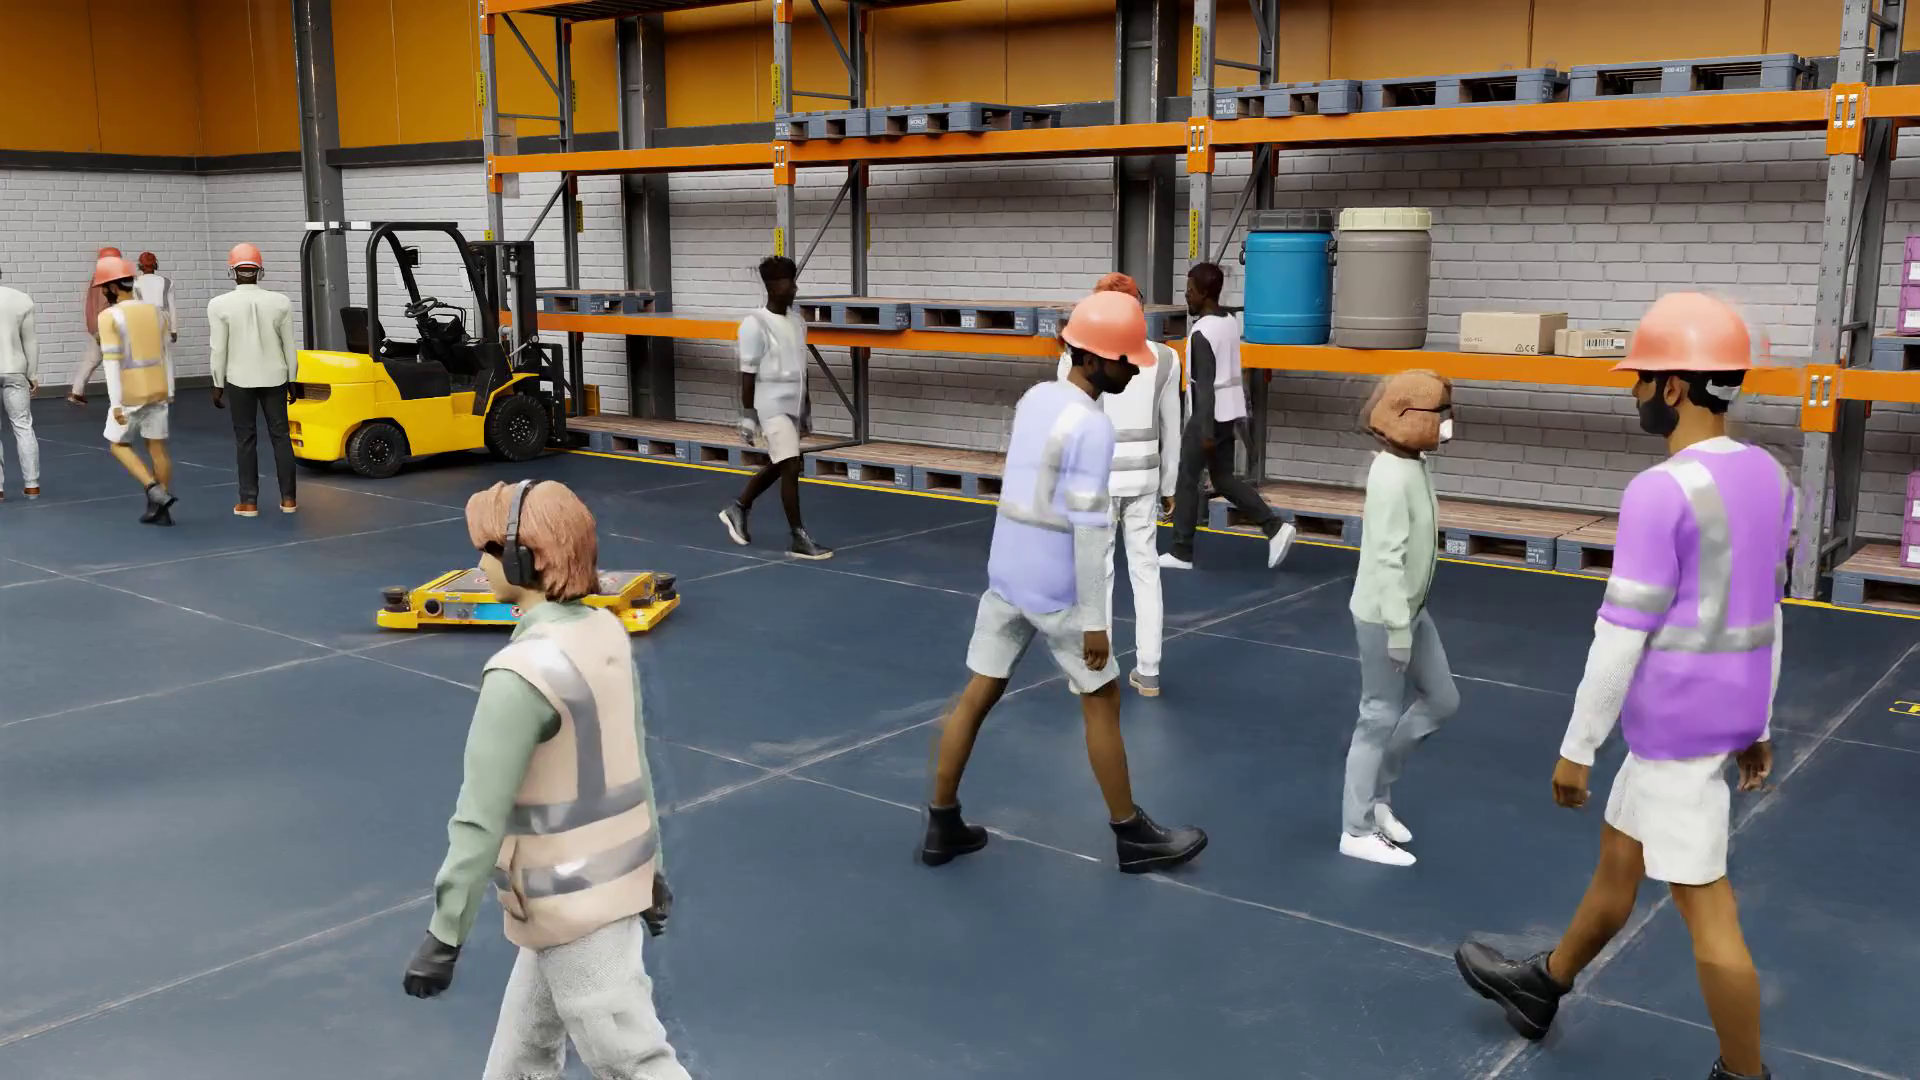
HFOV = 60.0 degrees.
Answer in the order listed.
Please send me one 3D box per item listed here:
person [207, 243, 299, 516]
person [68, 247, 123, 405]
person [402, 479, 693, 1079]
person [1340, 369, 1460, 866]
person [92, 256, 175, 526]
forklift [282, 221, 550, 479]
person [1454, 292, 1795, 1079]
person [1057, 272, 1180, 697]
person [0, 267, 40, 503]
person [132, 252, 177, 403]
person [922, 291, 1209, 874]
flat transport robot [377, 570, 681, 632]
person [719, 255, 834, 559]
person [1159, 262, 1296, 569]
[{"bbox_3d":[-5.188,-1.171,12.243,0.611,1.996,0.379,-7,13,-35],"label":"person"},{"bbox_3d":[-10.567,-2.601,20.337,0.771,1.955,0.632,-8,13,-37],"label":"person"},{"bbox_3d":[-0.713,0.680,3.111,0.857,1.591,0.517,1,10,3],"label":"person"},{"bbox_3d":[1.418,0.259,5.358,0.377,1.619,0.522,5,11,26],"label":"person"},{"bbox_3d":[-5.751,-1.020,11.657,0.481,1.910,0.572,6,12,28],"label":"person"},{"bbox_3d":[-4.922,-1.741,14.854,1.214,2.155,2.313,8,13,38],"label":"forklift"},{"bbox_3d":[1.539,0.390,3.857,0.569,1.896,0.930,-9,14,-41],"label":"person"},{"bbox_3d":[0.691,-0.228,7.326,0.583,1.882,0.337,-3,11,-17],"label":"person"},{"bbox_3d":[-7.451,-1.251,12.858,0.627,1.936,0.375,-10,14,-44],"label":"person"},{"bbox_3d":[-10.013,-2.625,20.638,0.572,1.879,0.348,-8,13,-37],"label":"person"},{"bbox_3d":[0.299,0.152,5.297,0.853,1.861,0.606,-5,11,-24],"label":"person"},{"bbox_3d":[-2.266,0.310,8.820,1.431,0.197,0.652,1,10,5],"label":"flat transport robot"},{"bbox_3d":[-1.222,-0.862,10.715,0.909,1.938,0.609,6,12,30],"label":"person"},{"bbox_3d":[1.587,-0.732,10.103,0.841,1.895,0.593,6,12,30],"label":"person"}]
